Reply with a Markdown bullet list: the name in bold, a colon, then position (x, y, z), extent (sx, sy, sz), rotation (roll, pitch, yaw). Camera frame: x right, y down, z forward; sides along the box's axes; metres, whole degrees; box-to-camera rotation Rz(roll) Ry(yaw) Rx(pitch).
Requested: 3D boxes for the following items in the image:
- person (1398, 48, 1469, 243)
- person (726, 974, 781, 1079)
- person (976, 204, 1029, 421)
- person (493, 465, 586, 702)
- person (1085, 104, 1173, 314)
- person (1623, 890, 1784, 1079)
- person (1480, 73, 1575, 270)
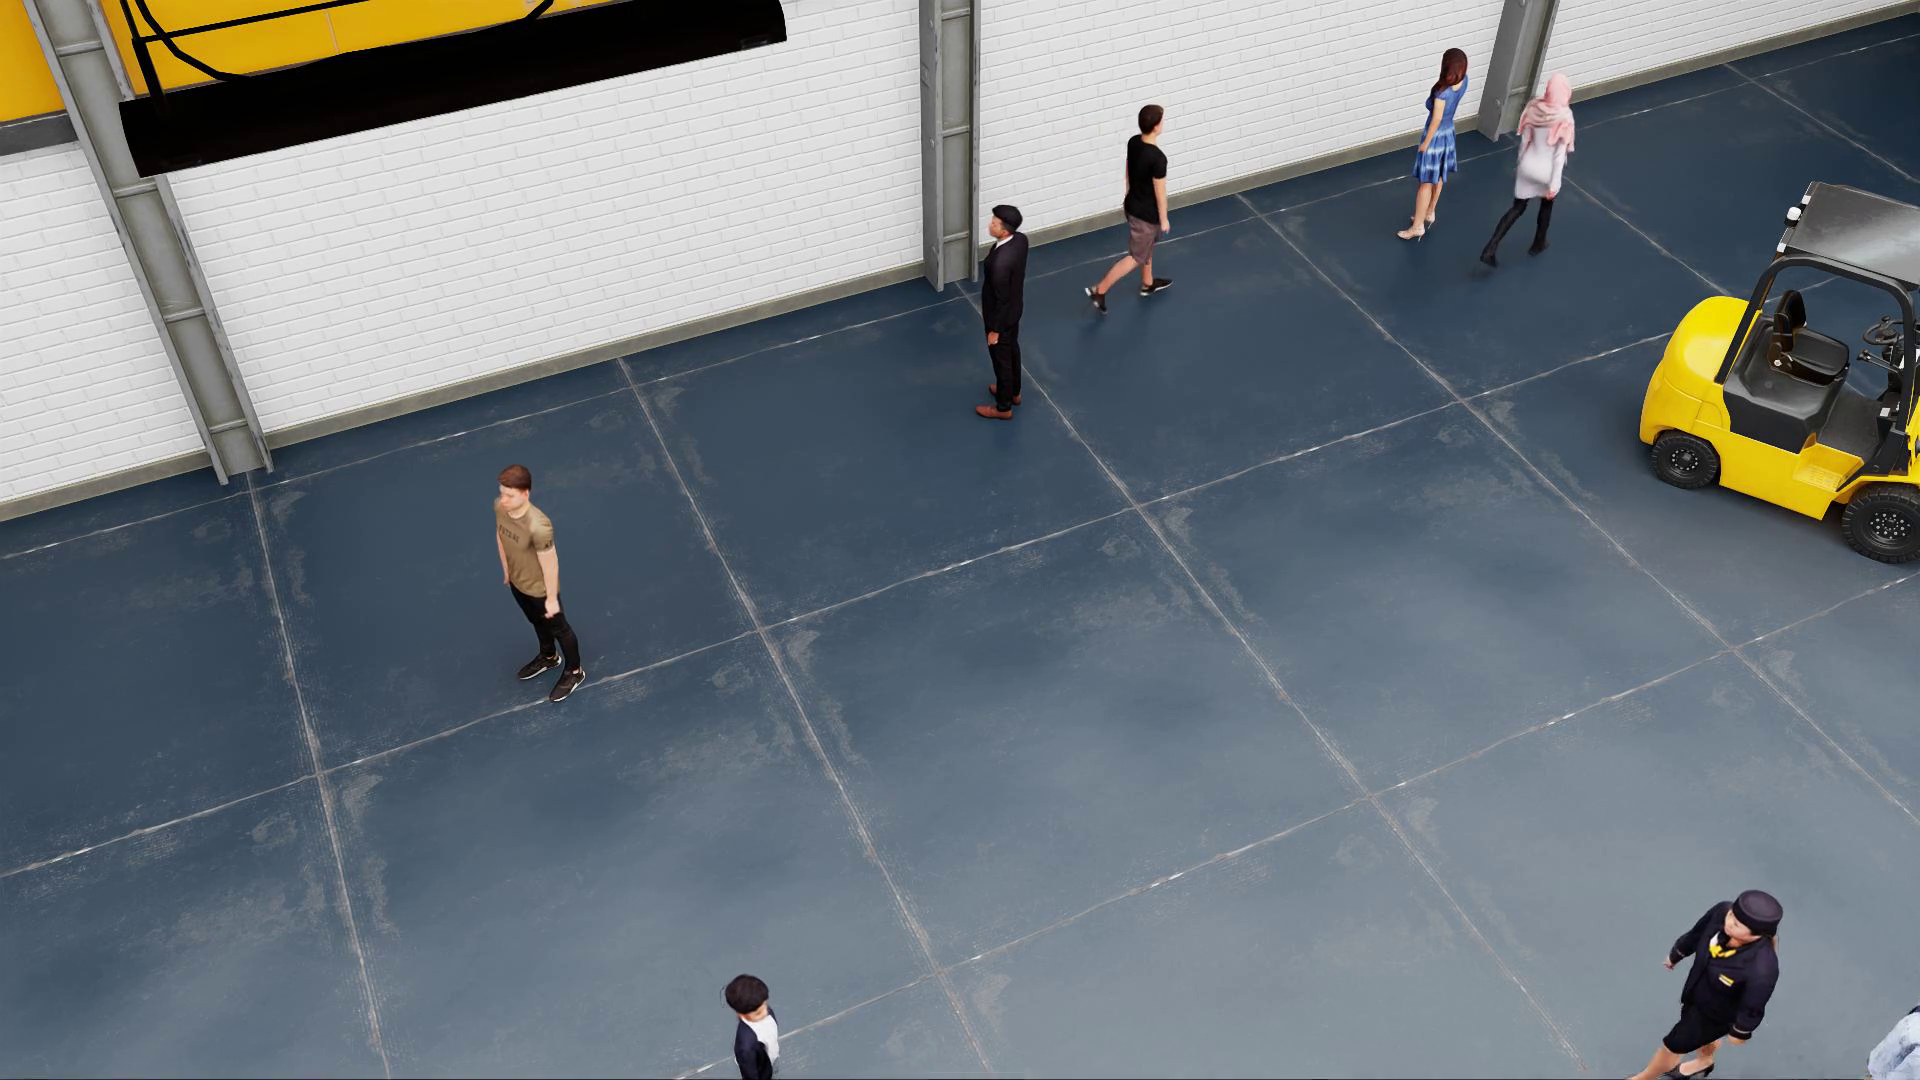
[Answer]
- **person**: position (4.157, -3.461, 14.551), extent (0.812, 1.806, 0.681), rotation (27, 50, 26)
- **person**: position (-1.052, 2.638, 8.572), extent (0.601, 1.223, 0.575), rotation (4, 44, 4)
- **person**: position (0.343, -1.741, 12.689), extent (0.815, 1.883, 0.752), rotation (14, 45, 15)
- **person**: position (-2.712, 0.252, 10.622), extent (0.741, 1.850, 0.725), rotation (30, 51, 27)
- **person**: position (1.438, -2.705, 13.733), extent (1.130, 1.840, 0.683), rotation (-16, 46, -16)
- **person**: position (3.964, 2.364, 8.549), extent (0.995, 1.651, 0.896), rotation (-1, 44, -2)
- **person**: position (4.863, -3.104, 14.203), extent (1.216, 1.770, 0.892), rotation (-31, 52, -28)
